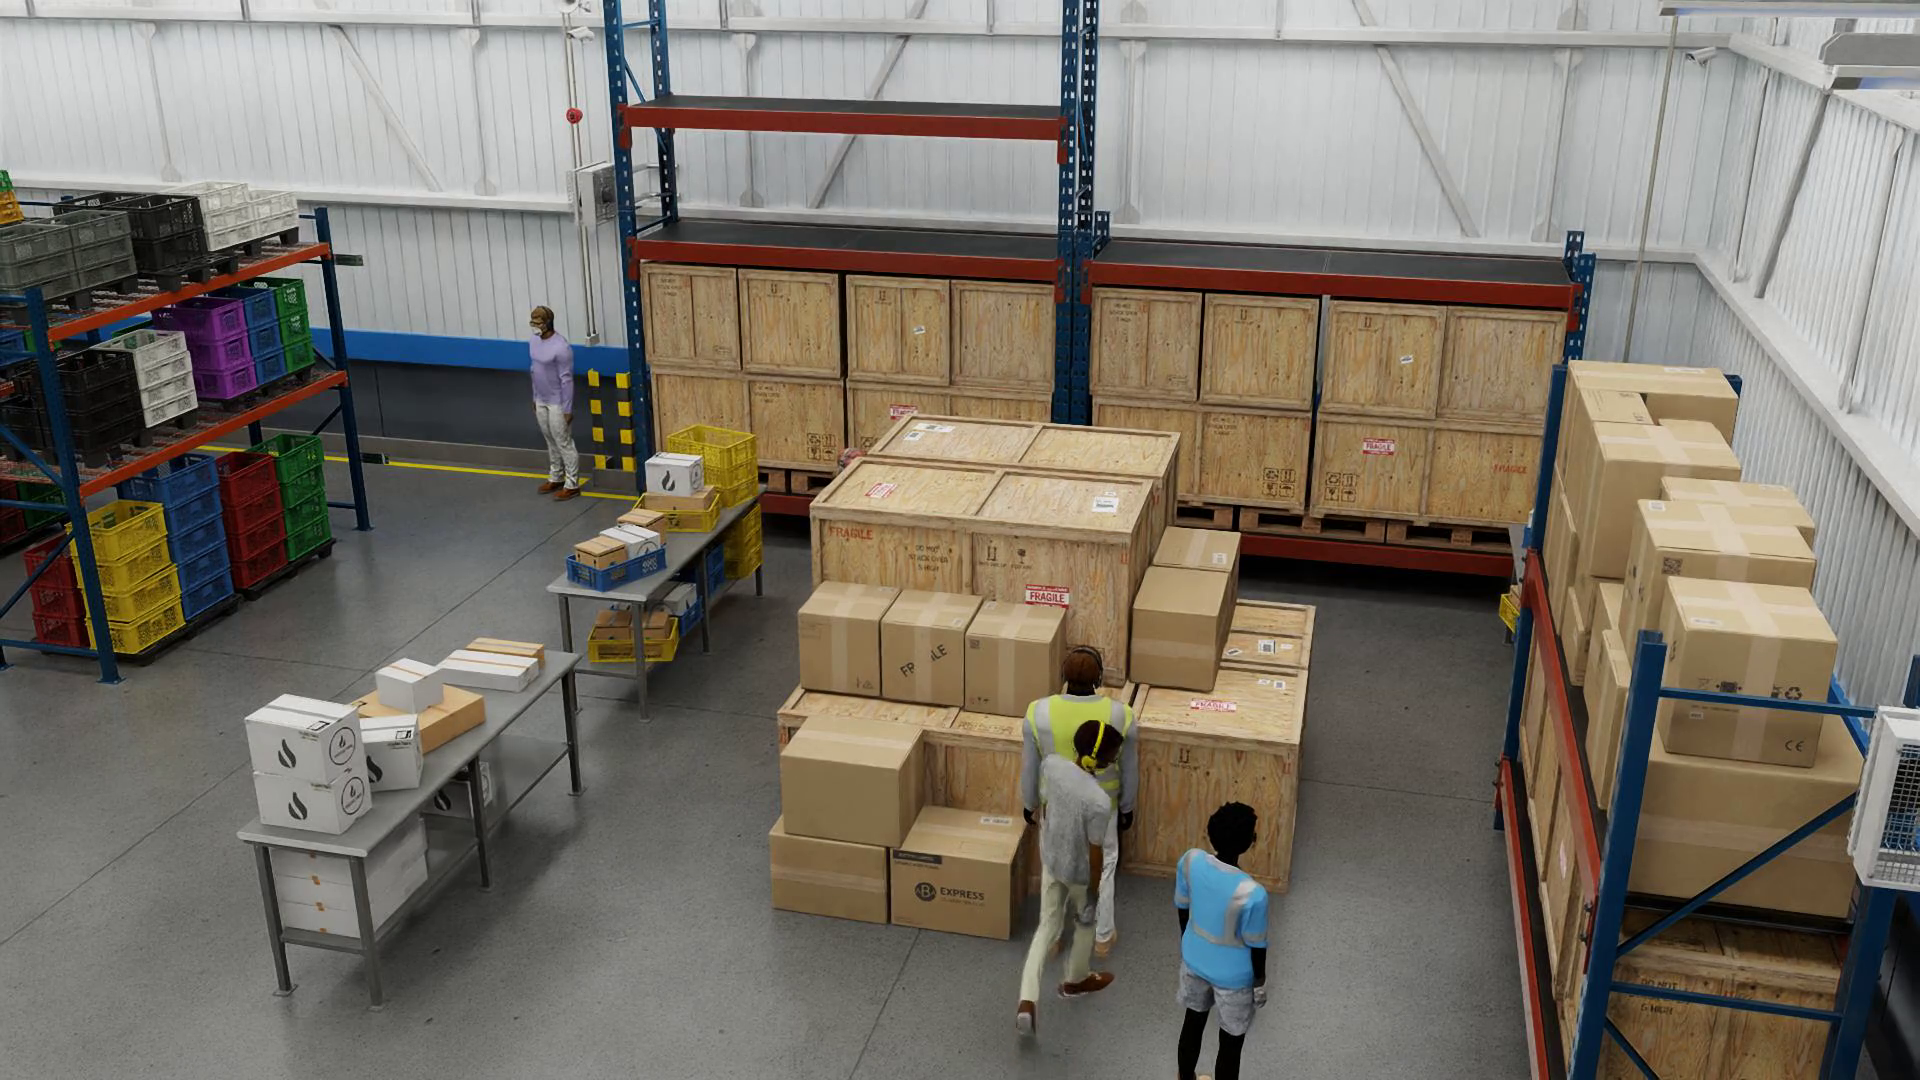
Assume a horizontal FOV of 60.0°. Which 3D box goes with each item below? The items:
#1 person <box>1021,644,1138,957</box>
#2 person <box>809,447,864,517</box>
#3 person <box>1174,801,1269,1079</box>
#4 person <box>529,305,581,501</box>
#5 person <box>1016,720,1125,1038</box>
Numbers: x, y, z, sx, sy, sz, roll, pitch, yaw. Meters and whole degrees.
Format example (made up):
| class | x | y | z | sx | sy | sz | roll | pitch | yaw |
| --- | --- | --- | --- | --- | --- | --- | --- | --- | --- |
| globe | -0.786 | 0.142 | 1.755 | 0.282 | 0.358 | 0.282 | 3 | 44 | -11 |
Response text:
| class | x | y | z | sx | sy | sz | roll | pitch | yaw |
| --- | --- | --- | --- | --- | --- | --- | --- | --- | --- |
| person | 0.648 | 1.429 | 9.085 | 0.633 | 1.842 | 0.429 | 1 | 21 | 4 |
| person | -0.774 | 0.241 | 12.104 | 0.411 | 1.908 | 0.643 | 17 | 27 | 38 |
| person | 1.232 | 1.992 | 7.811 | 0.315 | 1.695 | 0.541 | -16 | 26 | -36 |
| person | -3.961 | -1.344 | 16.224 | 0.363 | 1.932 | 0.629 | -19 | 28 | -40 |
| person | 0.571 | 1.689 | 8.452 | 0.545 | 1.808 | 0.782 | 16 | 26 | 36 |
